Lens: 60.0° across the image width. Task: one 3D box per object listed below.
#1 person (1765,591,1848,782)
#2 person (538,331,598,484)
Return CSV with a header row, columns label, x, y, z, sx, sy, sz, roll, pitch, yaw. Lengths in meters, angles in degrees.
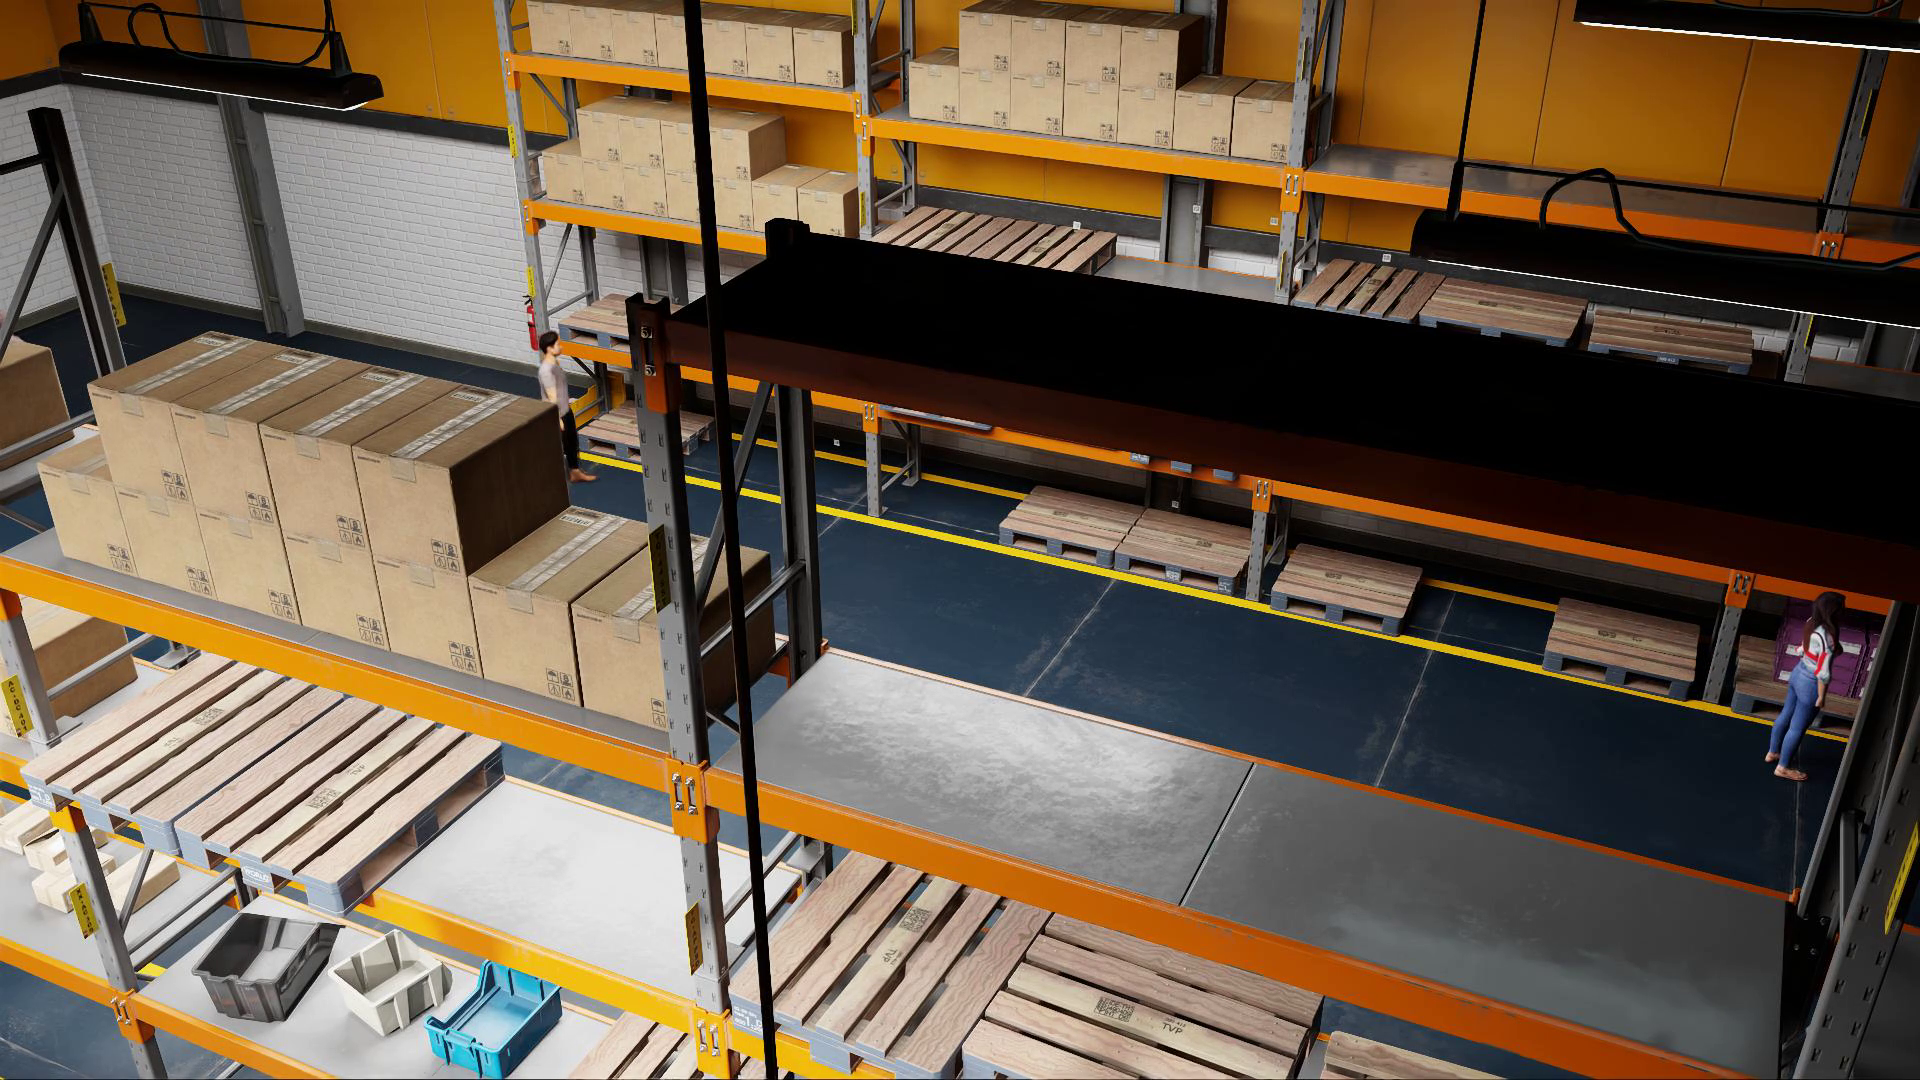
label,x,y,z,sx,sy,sz,roll,pitch,yaw
person,6.583,1.104,12.905,0.613,1.612,0.647,3,29,5
person,-4.225,-1.332,17.260,0.998,1.719,0.845,-1,29,-2
